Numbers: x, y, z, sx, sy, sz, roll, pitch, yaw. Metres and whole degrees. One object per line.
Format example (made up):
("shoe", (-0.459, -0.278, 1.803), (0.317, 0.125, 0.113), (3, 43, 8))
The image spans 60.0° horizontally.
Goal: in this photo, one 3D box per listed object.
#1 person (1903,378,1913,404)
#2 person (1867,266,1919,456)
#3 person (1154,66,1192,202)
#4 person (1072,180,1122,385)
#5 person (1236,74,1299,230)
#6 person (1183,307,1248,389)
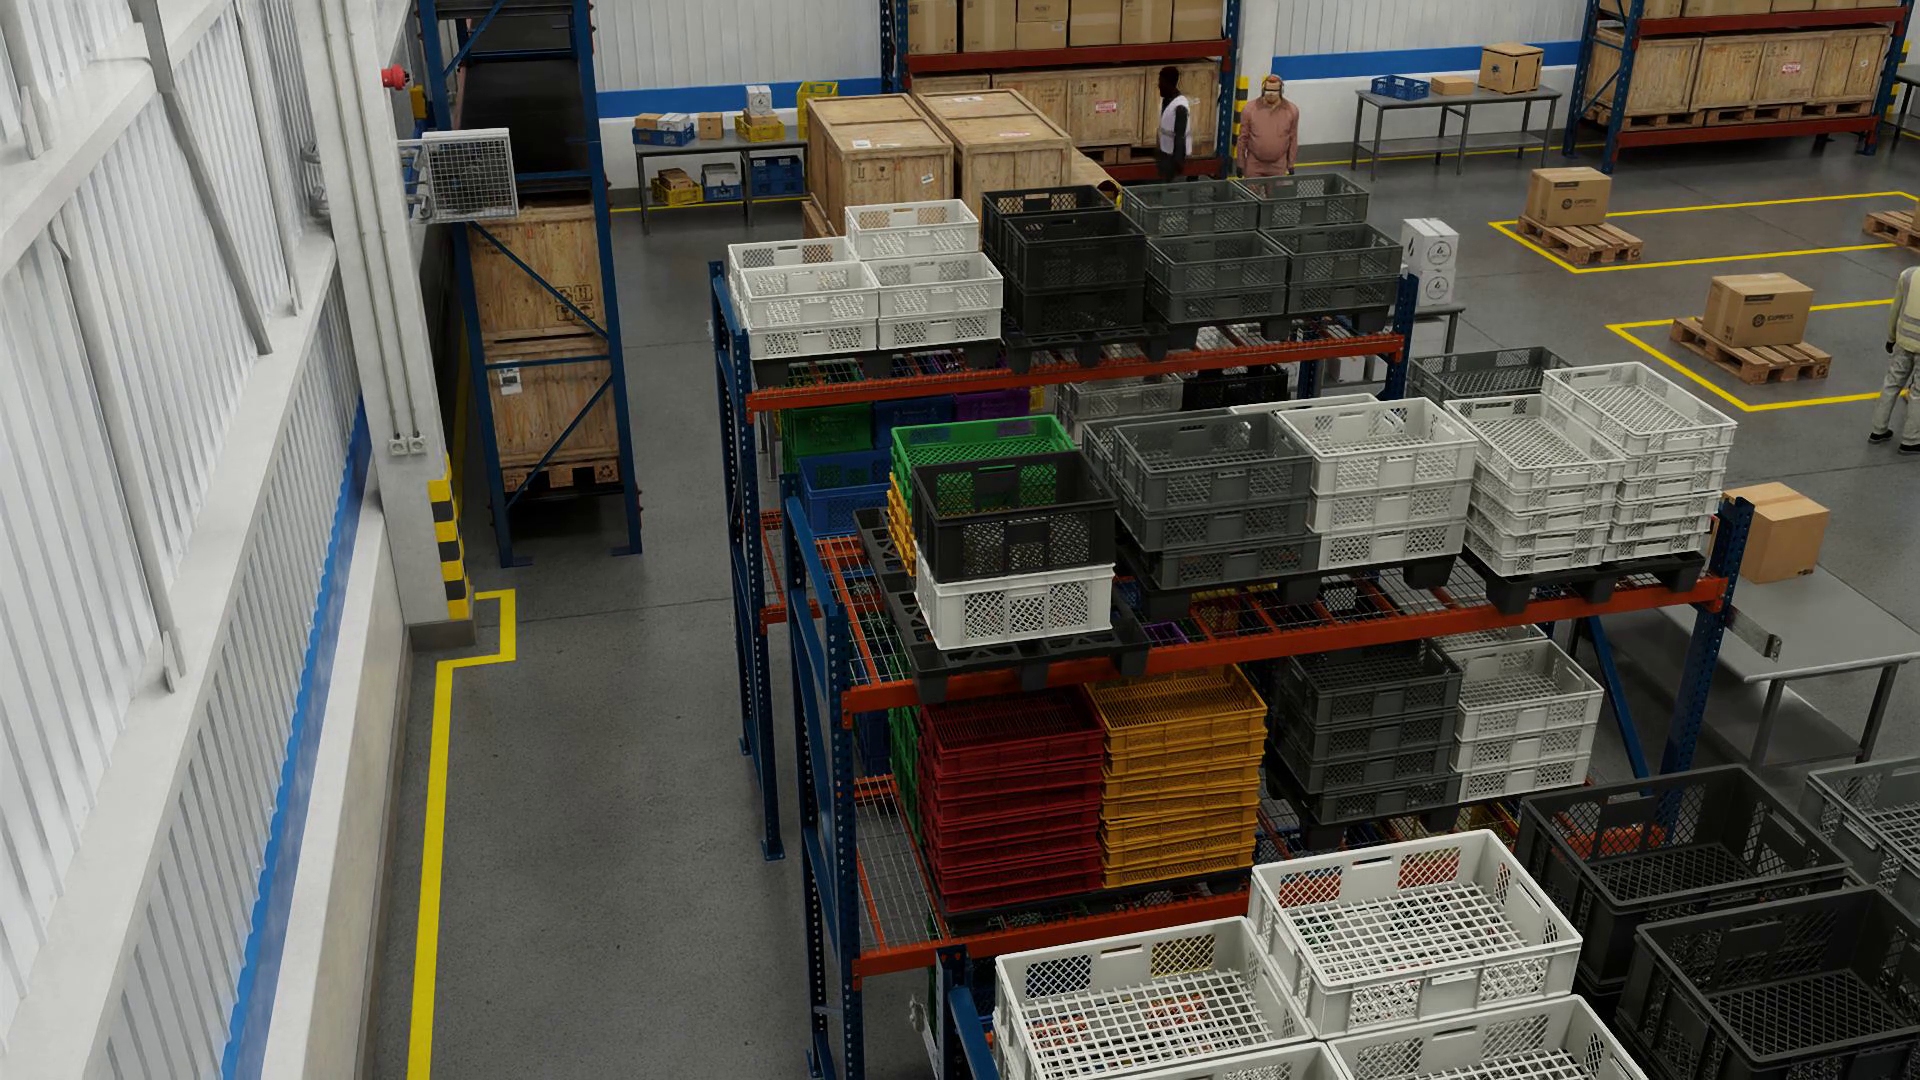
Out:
("person", (8.447, -1.935, 14.177), (0.535, 1.694, 0.319), (11, 30, 21))
("person", (7.744, -1.587, 13.364), (0.404, 1.829, 0.600), (-14, 31, -25))
("person", (2.322, -4.275, 18.383), (0.442, 1.903, 0.620), (-6, 28, -12))
("person", (1.246, -2.225, 14.530), (0.531, 1.876, 0.317), (16, 32, 27))
("person", (3.315, -4.078, 18.016), (0.651, 1.904, 0.401), (2, 28, 4))
("person", (1.898, -1.186, 12.573), (0.633, 1.863, 0.638), (23, 36, 37))
